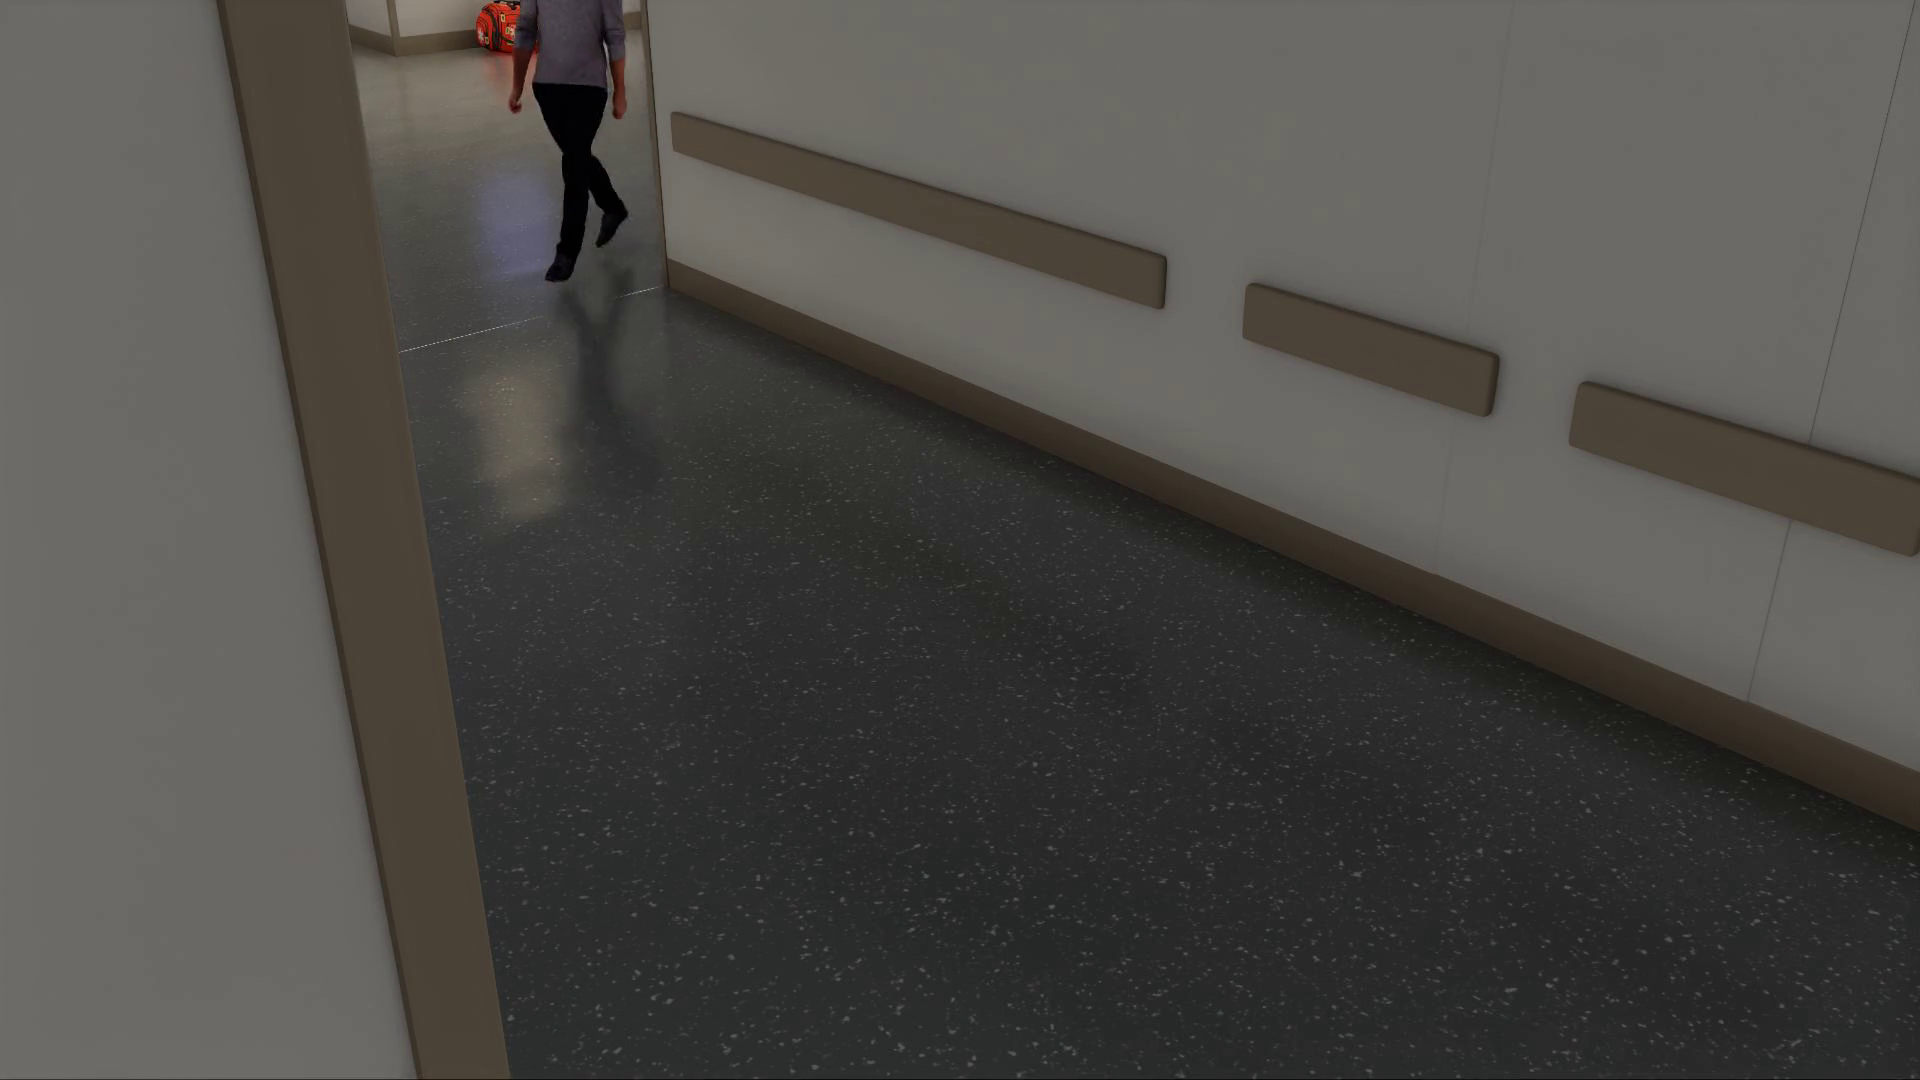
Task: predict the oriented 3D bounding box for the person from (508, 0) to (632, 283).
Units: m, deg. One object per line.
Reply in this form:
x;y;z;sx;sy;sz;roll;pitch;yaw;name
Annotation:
-1.891;-2.256;8.341;1.114;1.787;1.316;8;27;17;person
